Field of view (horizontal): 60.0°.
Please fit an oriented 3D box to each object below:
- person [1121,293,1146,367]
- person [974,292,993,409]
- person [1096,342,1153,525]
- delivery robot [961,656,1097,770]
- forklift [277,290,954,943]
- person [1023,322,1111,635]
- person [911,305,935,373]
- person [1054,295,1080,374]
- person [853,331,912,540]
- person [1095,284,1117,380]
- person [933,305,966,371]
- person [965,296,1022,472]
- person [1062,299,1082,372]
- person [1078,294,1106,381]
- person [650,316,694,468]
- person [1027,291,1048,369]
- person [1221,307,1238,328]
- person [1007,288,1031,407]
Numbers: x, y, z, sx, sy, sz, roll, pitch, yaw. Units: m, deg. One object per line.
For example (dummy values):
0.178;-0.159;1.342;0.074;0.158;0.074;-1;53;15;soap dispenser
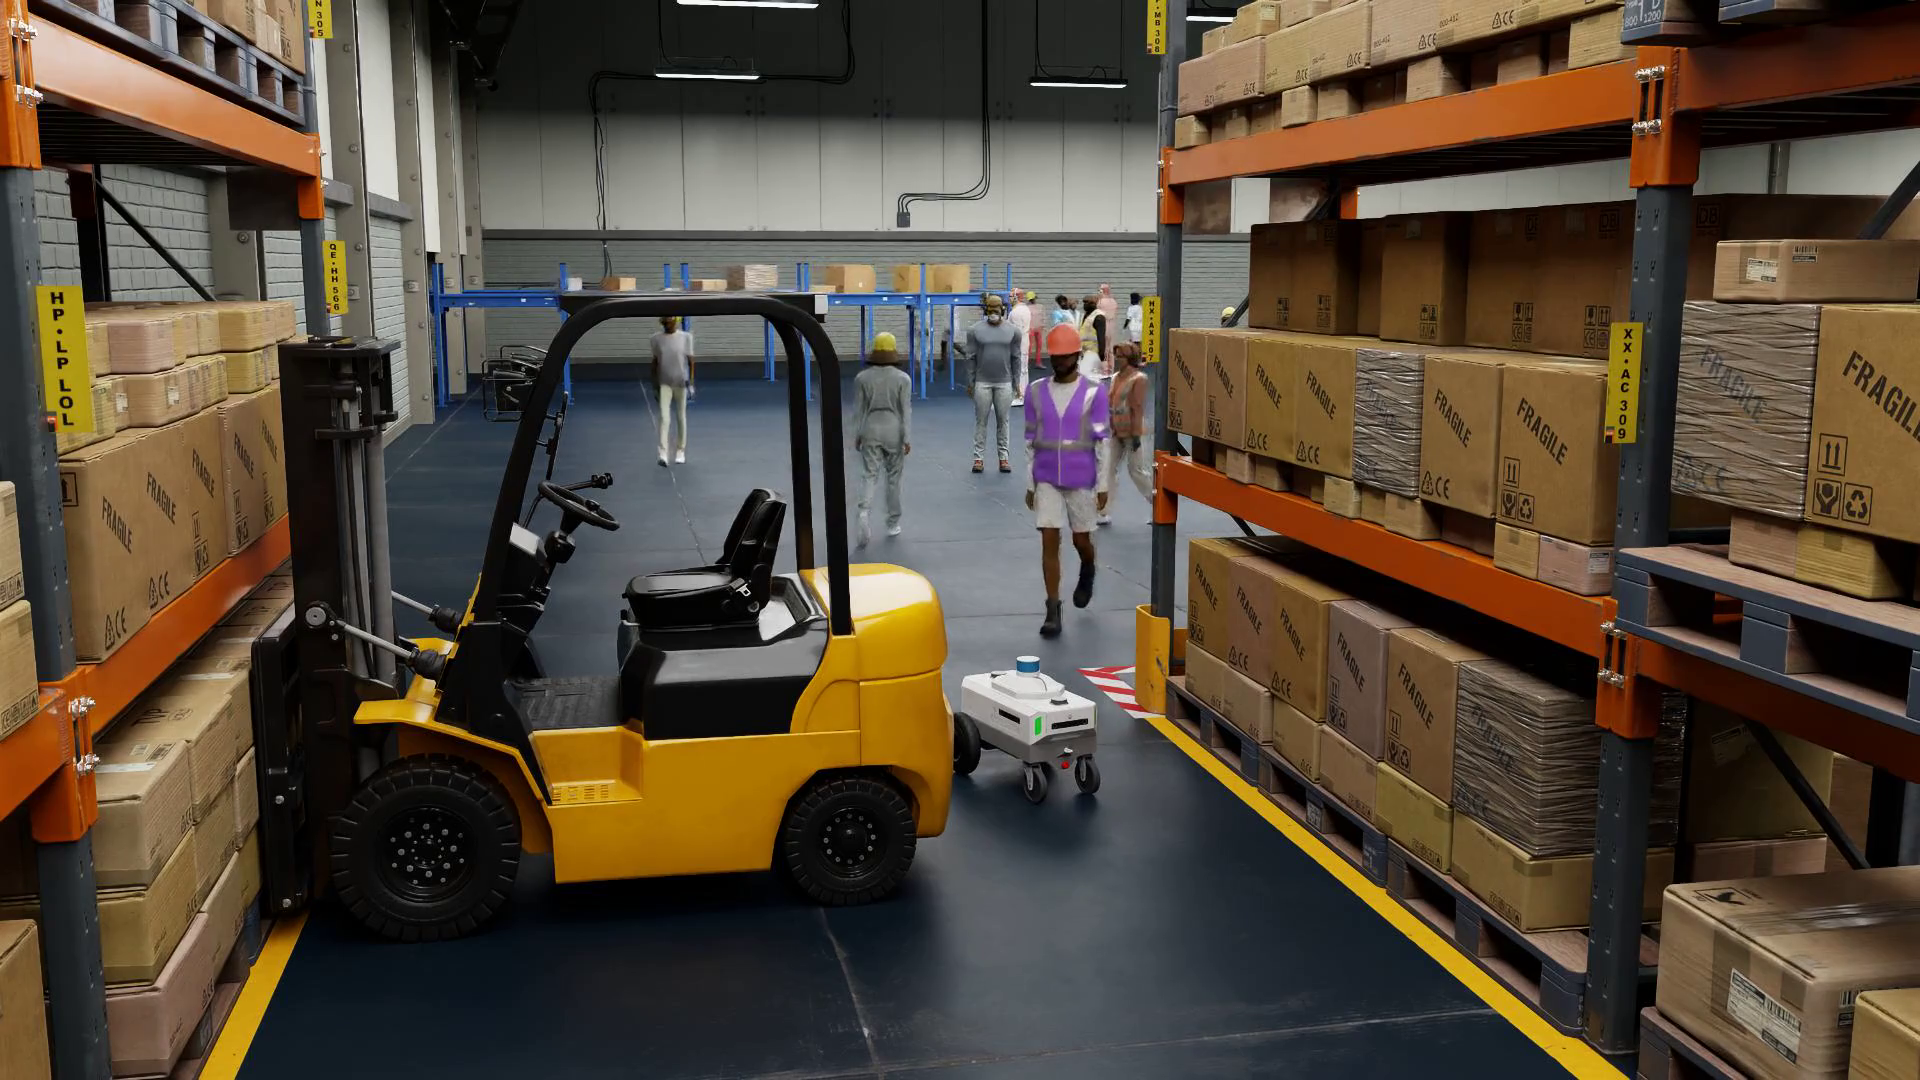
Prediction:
3.910;-4.756;37.695;0.878;1.651;0.552;6;11;35;person
0.462;-2.997;26.380;0.461;1.856;0.519;0;9;-2;person
1.467;-0.931;14.533;0.748;1.613;0.530;-4;10;-25;person
0.299;0.754;7.311;0.477;0.478;0.707;-5;11;-28;delivery robot
-1.179;0.175;6.143;2.313;2.155;1.214;-2;10;-12;forklift
0.677;-0.403;10.397;0.549;1.917;0.748;3;10;15;person
-0.751;-4.538;35.534;0.460;1.930;0.634;-1;9;-9;person
2.277;-4.361;35.298;0.599;1.653;0.338;-3;10;-18;person
-0.657;-0.862;13.788;0.498;1.724;0.751;1;9;9;person
2.903;-4.204;33.578;0.399;1.908;0.643;7;11;35;person
-0.134;-4.655;36.327;0.847;1.919;0.545;-2;10;-12;person
0.374;-1.726;18.397;0.627;1.934;0.372;0;9;-1;person
2.308;-4.188;34.436;0.525;1.581;0.875;-7;12;-38;person
2.055;-3.034;26.720;0.595;1.814;0.638;-3;10;-16;person
-3.264;-1.750;18.880;0.497;1.824;0.992;-1;9;-6;person
1.658;-4.639;36.800;0.590;1.725;0.361;-5;11;-30;person
3.313;-1.984;20.504;0.523;1.761;0.323;1;9;8;person
0.925;-3.132;27.045;0.400;1.910;0.643;3;10;16;person
